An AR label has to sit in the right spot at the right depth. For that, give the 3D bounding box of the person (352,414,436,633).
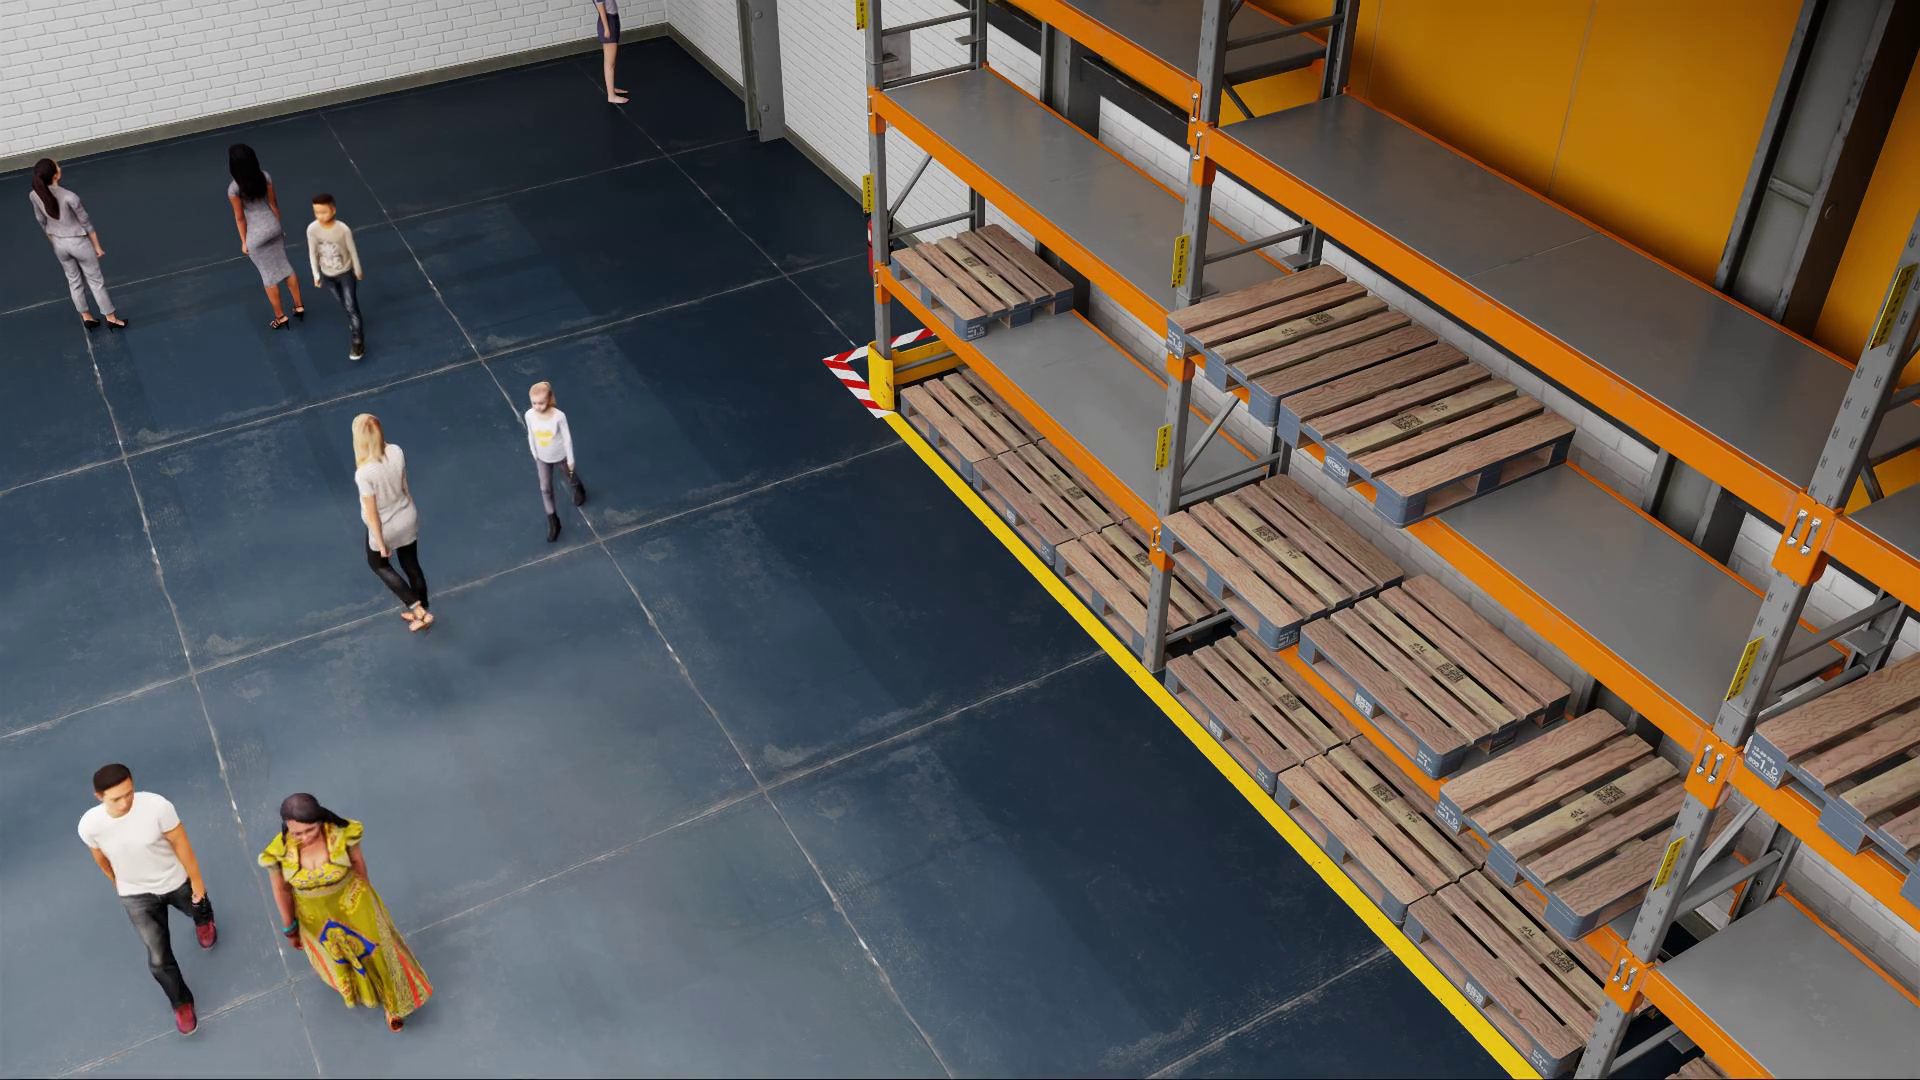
[{"bbox_3d":[-3.835,-0.072,11.464,0.819,1.816,0.757,20,43,23],"label":"person"}]

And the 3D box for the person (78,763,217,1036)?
[{"bbox_3d":[-4.413,1.807,9.156,0.636,1.761,1.075,-17,42,-20],"label":"person"}]

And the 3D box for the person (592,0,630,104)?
[{"bbox_3d":[-3.986,-5.762,18.721,0.716,1.650,0.569,-7,39,-8],"label":"person"}]

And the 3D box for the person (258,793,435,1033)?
[{"bbox_3d":[-3.453,1.933,9.091,0.857,1.644,0.898,-15,41,-18],"label":"person"}]

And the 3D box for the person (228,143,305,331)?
[{"bbox_3d":[-6.177,-2.694,14.776,0.649,1.781,0.656,24,44,27],"label":"person"}]

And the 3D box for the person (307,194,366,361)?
[{"bbox_3d":[-5.476,-2.405,14.686,0.848,1.440,1.064,-1,39,-1],"label":"person"}]

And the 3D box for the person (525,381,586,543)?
[{"bbox_3d":[-3.075,-0.682,12.672,0.806,1.262,0.971,1,39,2],"label":"person"}]

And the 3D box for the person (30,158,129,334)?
[{"bbox_3d":[-7.846,-2.592,14.730,0.727,1.678,0.763,3,39,4],"label":"person"}]
